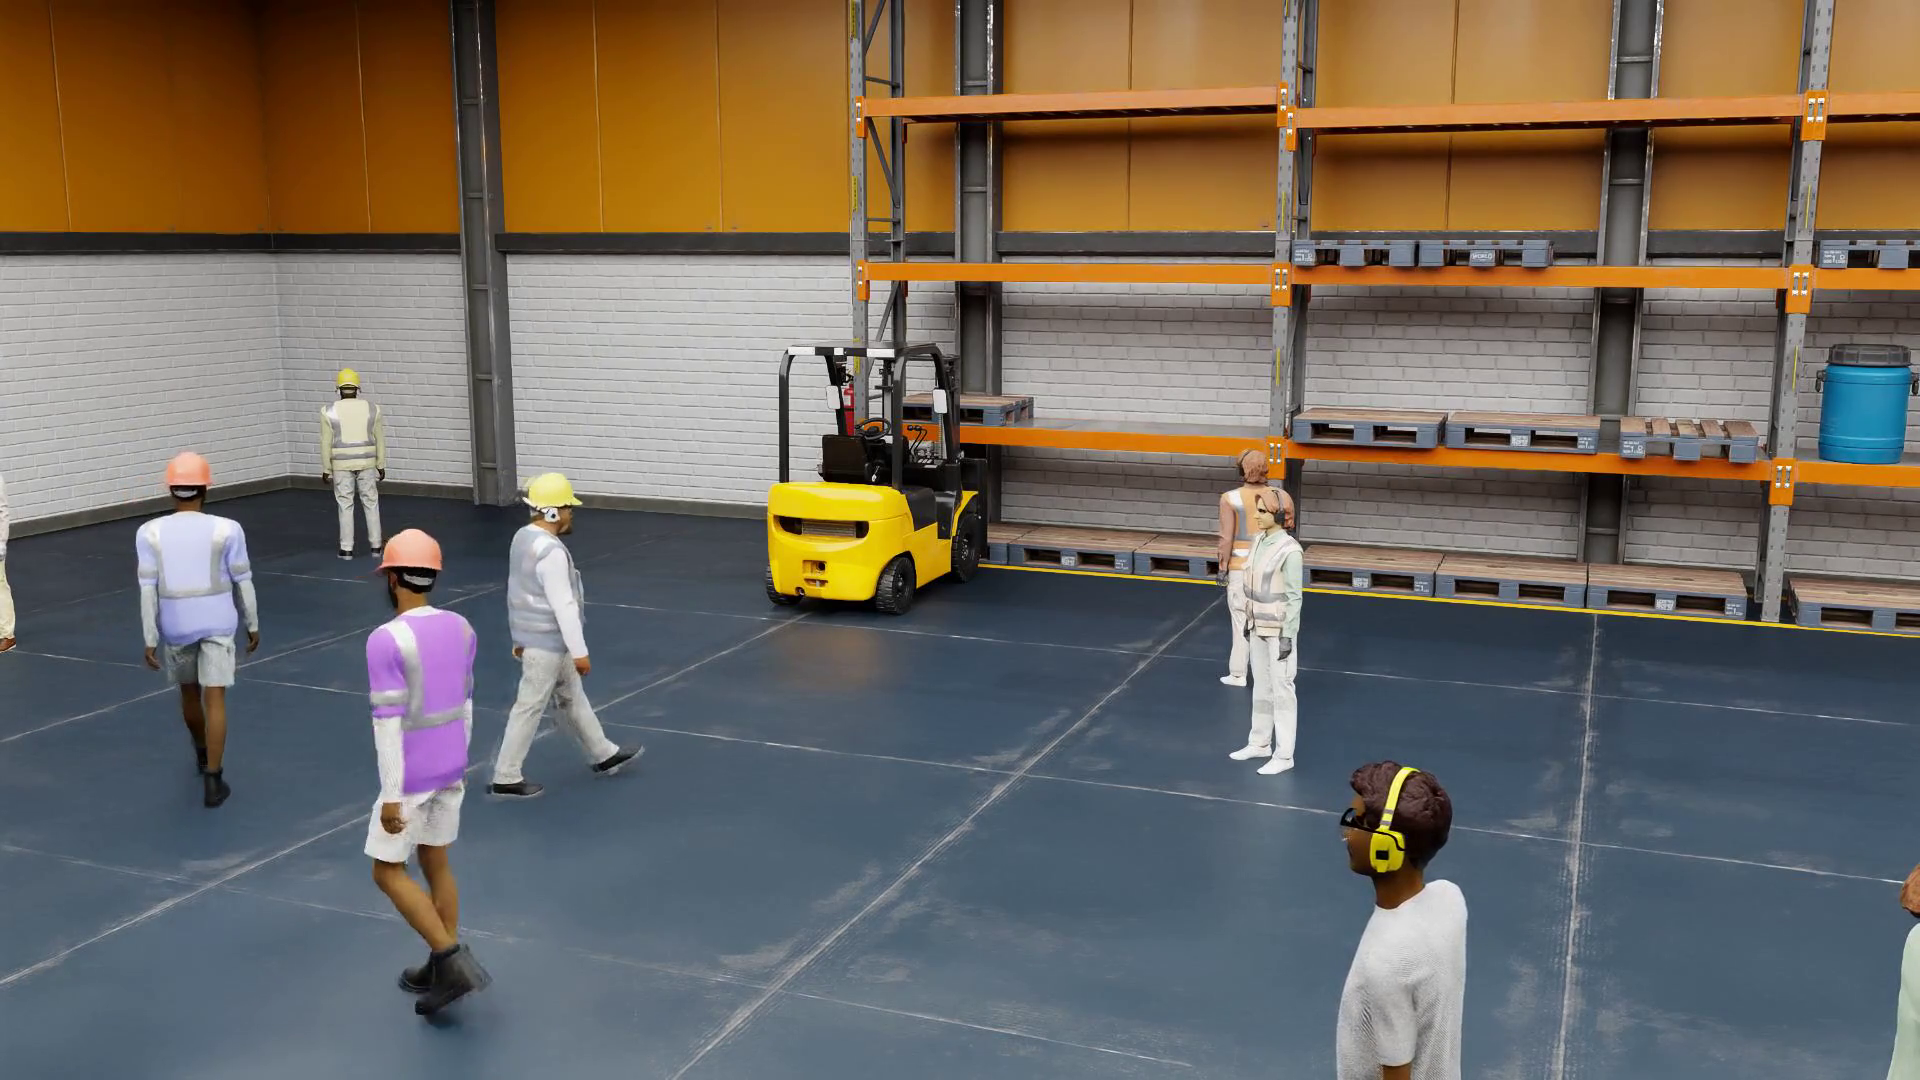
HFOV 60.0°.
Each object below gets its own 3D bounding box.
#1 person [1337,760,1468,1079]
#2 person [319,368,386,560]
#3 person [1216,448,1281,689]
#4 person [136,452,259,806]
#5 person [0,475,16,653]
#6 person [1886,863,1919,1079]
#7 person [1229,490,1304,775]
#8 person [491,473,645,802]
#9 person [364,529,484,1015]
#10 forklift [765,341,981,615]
[{"bbox_3d":[0.992,1.420,3.879,0.326,1.874,0.519,6,12,29],"label":"person"},{"bbox_3d":[-5.822,-0.728,15.956,0.600,1.830,0.404,-6,12,-31],"label":"person"},{"bbox_3d":[1.984,0.197,11.334,0.514,1.641,0.315,-3,11,-18],"label":"person"},{"bbox_3d":[-4.193,0.453,9.225,0.561,1.883,0.953,-2,10,-12],"label":"person"},{"bbox_3d":[-7.251,0.026,12.305,0.499,1.634,0.279,3,11,17],"label":"person"},{"bbox_3d":[2.405,1.504,4.076,0.286,1.633,0.499,4,11,19],"label":"person"},{"bbox_3d":[1.785,0.520,9.537,0.310,1.642,0.514,-3,11,-18],"label":"person"},{"bbox_3d":[-2.199,0.521,9.141,0.924,1.779,0.628,-5,12,-28],"label":"person"},{"bbox_3d":[-2.085,0.918,6.613,0.594,1.899,0.589,5,11,24],"label":"person"},{"bbox_3d":[-0.739,-0.602,14.246,1.214,2.155,2.313,4,11,21],"label":"forklift"}]
